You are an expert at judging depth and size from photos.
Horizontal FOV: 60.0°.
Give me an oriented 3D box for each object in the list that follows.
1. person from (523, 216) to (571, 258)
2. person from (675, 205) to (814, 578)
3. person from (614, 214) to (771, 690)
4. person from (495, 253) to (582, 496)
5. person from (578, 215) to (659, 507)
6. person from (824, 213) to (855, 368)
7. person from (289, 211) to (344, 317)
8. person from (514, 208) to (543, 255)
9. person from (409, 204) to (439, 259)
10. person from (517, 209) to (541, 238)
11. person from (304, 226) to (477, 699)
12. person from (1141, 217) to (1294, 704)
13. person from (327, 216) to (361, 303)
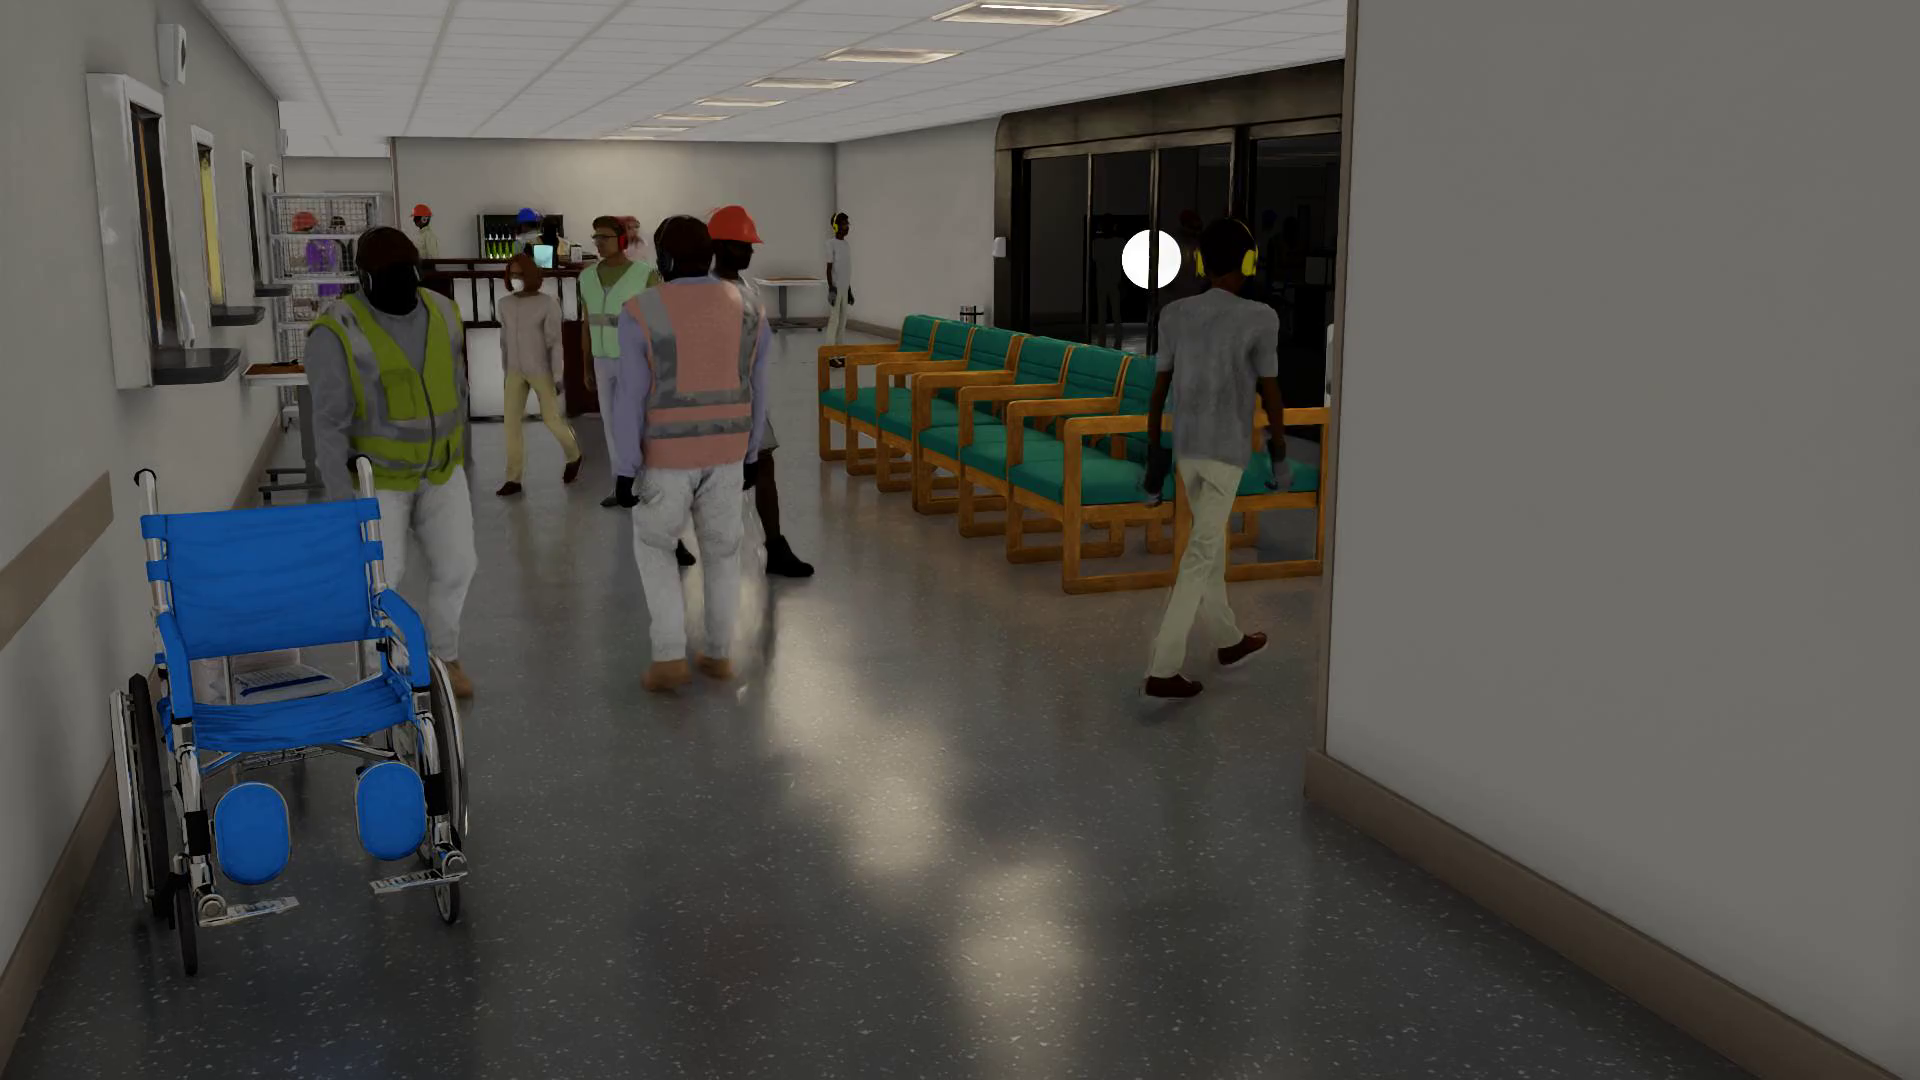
[{"bbox_3d":[-5.060,-3.081,20.608,0.647,1.835,0.431,-7,13,-32],"label":"person"},{"bbox_3d":[-1.234,-0.762,8.563,0.993,1.896,0.546,8,14,37],"label":"person"},{"bbox_3d":[-1.038,-0.328,6.454,0.646,1.840,0.429,-7,13,-32],"label":"person"},{"bbox_3d":[-2.840,-1.125,11.173,0.503,1.599,0.796,4,12,18],"label":"person"},{"bbox_3d":[-2.149,-1.122,10.522,0.587,1.836,0.435,5,12,22],"label":"person"},{"bbox_3d":[-1.454,-3.041,20.285,0.328,1.874,0.521,5,12,24],"label":"person"},{"bbox_3d":[-7.572,-2.937,19.719,0.596,1.885,0.591,-1,11,-7],"label":"person"},{"bbox_3d":[-5.472,-3.280,21.360,0.448,1.924,0.634,7,13,32],"label":"person"},{"bbox_3d":[-7.665,-3.807,23.894,0.376,1.995,0.612,-6,13,-30],"label":"person"},{"bbox_3d":[-5.937,-3.640,23.221,0.550,1.928,0.389,2,11,12],"label":"person"},{"bbox_3d":[-2.046,-0.229,6.069,0.546,1.797,0.659,10,15,41],"label":"person"},{"bbox_3d":[1.030,-0.312,6.409,0.941,1.816,0.484,-11,15,-44],"label":"person"},{"bbox_3d":[-8.190,-3.381,22.135,0.345,1.837,0.505,10,15,42],"label":"person"}]
